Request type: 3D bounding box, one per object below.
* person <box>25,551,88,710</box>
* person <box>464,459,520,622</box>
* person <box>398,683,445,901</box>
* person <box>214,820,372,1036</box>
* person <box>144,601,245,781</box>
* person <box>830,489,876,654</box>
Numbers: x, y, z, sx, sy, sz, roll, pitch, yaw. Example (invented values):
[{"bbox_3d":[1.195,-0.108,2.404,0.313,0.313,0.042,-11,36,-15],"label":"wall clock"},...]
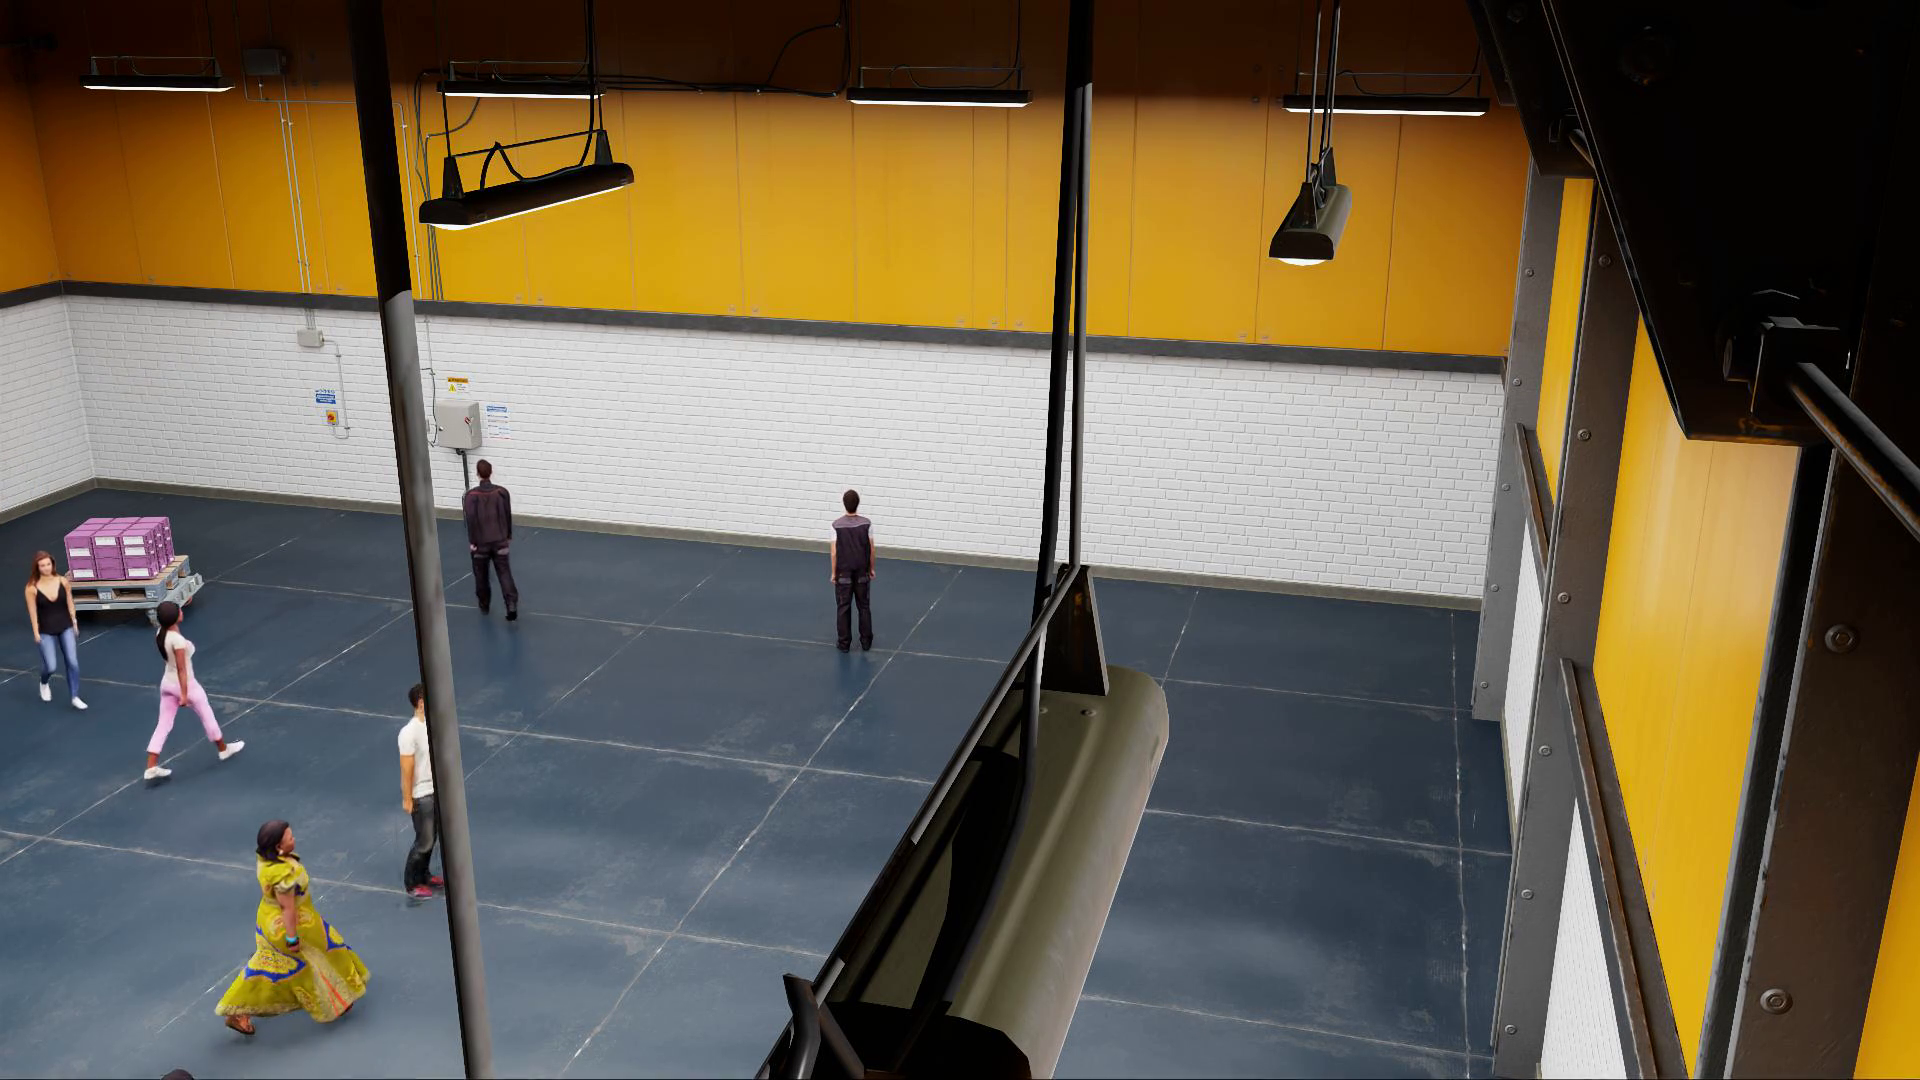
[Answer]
[{"bbox_3d":[-9.211,0.898,16.886,0.824,1.709,0.831,15,24,38],"label":"person"},{"bbox_3d":[-5.383,0.041,19.160,1.172,1.881,1.264,-9,21,-25],"label":"person"},{"bbox_3d":[-4.358,2.028,13.423,0.760,1.778,0.500,10,21,28],"label":"person"},{"bbox_3d":[-4.772,2.728,11.582,1.396,1.626,1.239,-14,23,-36],"label":"person"},{"bbox_3d":[-7.299,1.419,15.363,0.875,1.693,1.252,13,22,33],"label":"person"},{"bbox_3d":[-1.180,0.337,18.331,0.736,1.849,0.735,-4,19,-13],"label":"person"}]
